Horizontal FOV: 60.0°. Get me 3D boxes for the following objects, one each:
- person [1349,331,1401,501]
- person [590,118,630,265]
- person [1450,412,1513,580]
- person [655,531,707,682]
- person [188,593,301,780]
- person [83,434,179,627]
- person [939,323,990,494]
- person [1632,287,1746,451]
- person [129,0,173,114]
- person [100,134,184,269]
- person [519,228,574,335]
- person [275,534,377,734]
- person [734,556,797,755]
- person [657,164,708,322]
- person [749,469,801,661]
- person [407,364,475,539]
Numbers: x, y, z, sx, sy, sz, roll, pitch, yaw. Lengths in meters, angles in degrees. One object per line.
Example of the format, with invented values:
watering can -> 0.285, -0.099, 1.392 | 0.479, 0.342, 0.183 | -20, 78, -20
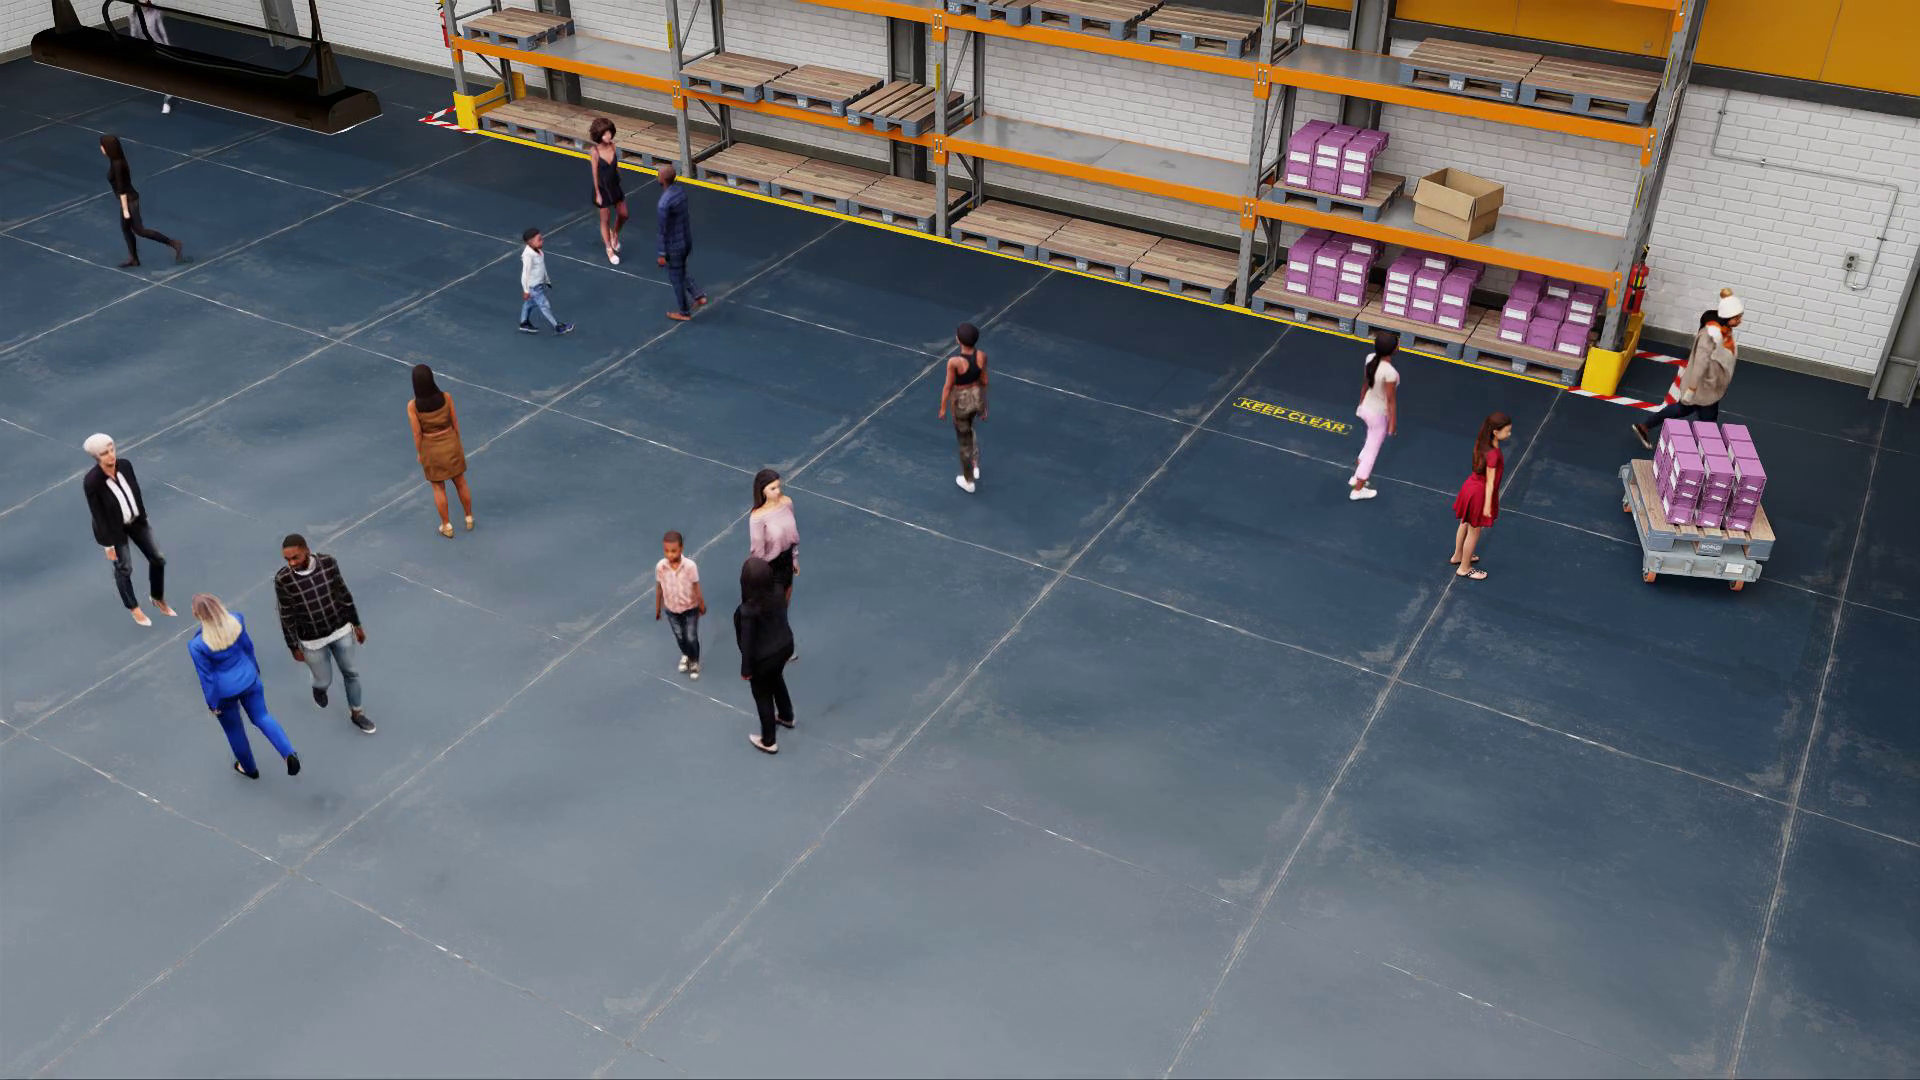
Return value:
person -> 3.724, -1.119, 15.218 | 0.768, 1.728, 0.702 | -10, 35, -15
person -> -4.240, -4.150, 19.732 | 0.649, 1.781, 0.724 | -29, 43, -36
person -> 4.476, -0.404, 14.303 | 0.722, 1.552, 0.662 | 0, 34, 0
person -> -2.201, 0.459, 13.233 | 0.601, 1.299, 0.690 | 4, 34, 5
person -> -5.141, 1.099, 11.919 | 0.904, 1.687, 0.652 | 22, 39, 29
person -> -6.839, -0.071, 13.417 | 0.614, 1.768, 0.737 | 18, 38, 25
person -> 0.109, -1.184, 15.358 | 0.710, 1.682, 0.759 | -21, 39, -28
person -> 6.950, -1.567, 15.768 | 1.128, 1.866, 0.731 | 14, 36, 21
person -> -11.822, -7.198, 24.403 | 1.189, 1.685, 1.131 | -3, 34, -5
person -> -9.724, -3.982, 19.626 | 1.001, 1.618, 1.019 | -13, 36, -19
person -> -4.722, -2.817, 18.228 | 0.927, 1.224, 0.701 | 4, 34, 6
person -> -4.821, 0.653, 12.489 | 0.862, 1.799, 1.000 | -29, 43, -36
person -> -1.394, 0.834, 12.390 | 0.656, 1.607, 0.701 | 12, 36, 18
person -> -3.052, -3.262, 18.370 | 0.781, 1.809, 0.757 | 8, 34, 12
person -> -1.465, 0.235, 13.106 | 0.569, 1.812, 0.642 | 24, 40, 31
person -> -4.609, -0.788, 14.760 | 0.639, 1.685, 0.649 | -19, 38, -26
